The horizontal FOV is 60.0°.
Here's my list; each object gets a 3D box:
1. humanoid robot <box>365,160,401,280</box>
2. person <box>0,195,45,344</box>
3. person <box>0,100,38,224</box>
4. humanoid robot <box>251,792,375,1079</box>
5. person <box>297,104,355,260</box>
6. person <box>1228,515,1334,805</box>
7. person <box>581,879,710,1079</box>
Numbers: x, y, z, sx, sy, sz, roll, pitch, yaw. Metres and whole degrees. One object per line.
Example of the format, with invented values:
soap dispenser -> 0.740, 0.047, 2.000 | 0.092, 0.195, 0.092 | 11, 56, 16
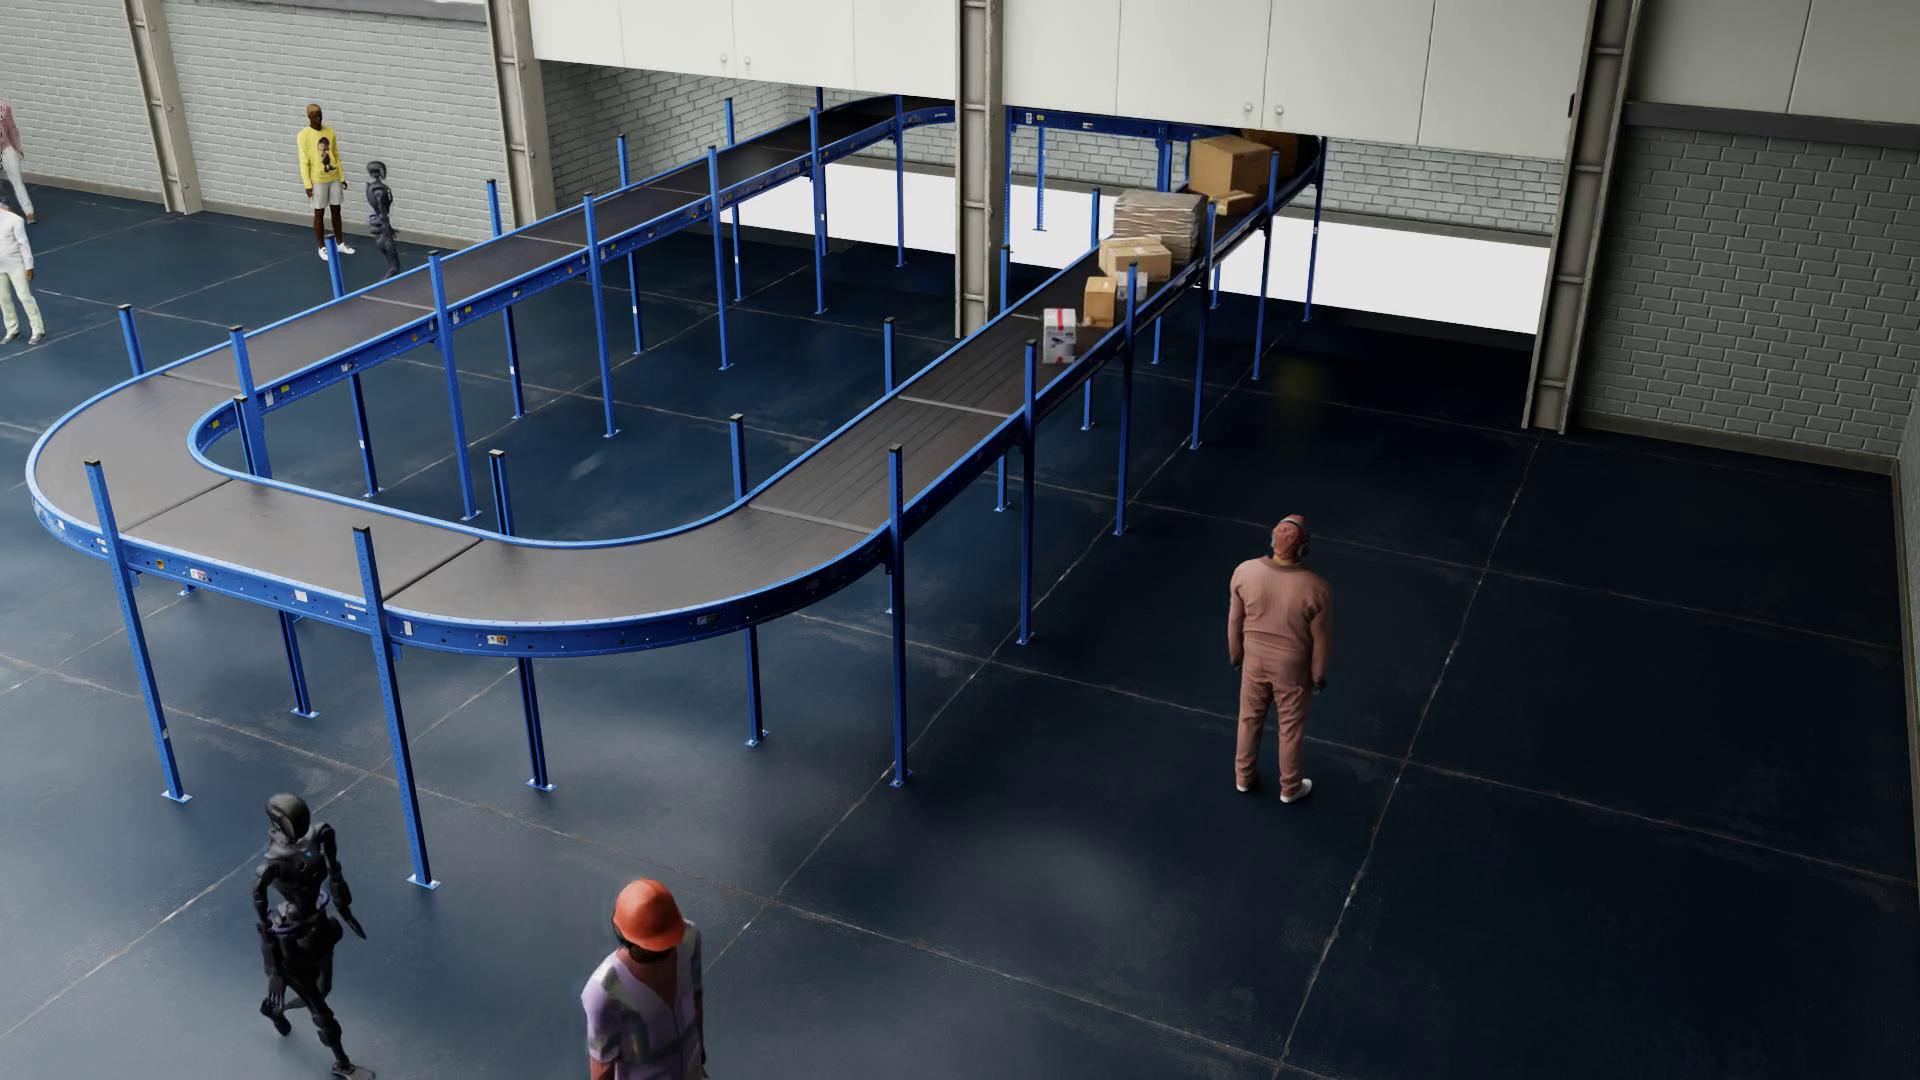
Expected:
humanoid robot -> -6.605, -3.531, 19.024 | 0.485, 1.635, 0.591 | -8, 28, -16
person -> -10.176, -2.936, 17.734 | 0.574, 1.741, 0.349 | 1, 26, 3
person -> -12.750, -5.150, 22.045 | 1.001, 1.886, 0.646 | 23, 34, 38
humanoid robot -> -3.258, 1.905, 8.085 | 0.722, 1.629, 0.589 | 9, 28, 18
person -> -7.883, -4.451, 20.612 | 0.355, 1.898, 0.555 | 19, 32, 34
person -> 1.953, 0.729, 10.166 | 0.639, 1.910, 0.405 | 15, 30, 27
person -> -1.336, 2.210, 7.069 | 0.869, 2.012, 0.607 | 19, 32, 33
